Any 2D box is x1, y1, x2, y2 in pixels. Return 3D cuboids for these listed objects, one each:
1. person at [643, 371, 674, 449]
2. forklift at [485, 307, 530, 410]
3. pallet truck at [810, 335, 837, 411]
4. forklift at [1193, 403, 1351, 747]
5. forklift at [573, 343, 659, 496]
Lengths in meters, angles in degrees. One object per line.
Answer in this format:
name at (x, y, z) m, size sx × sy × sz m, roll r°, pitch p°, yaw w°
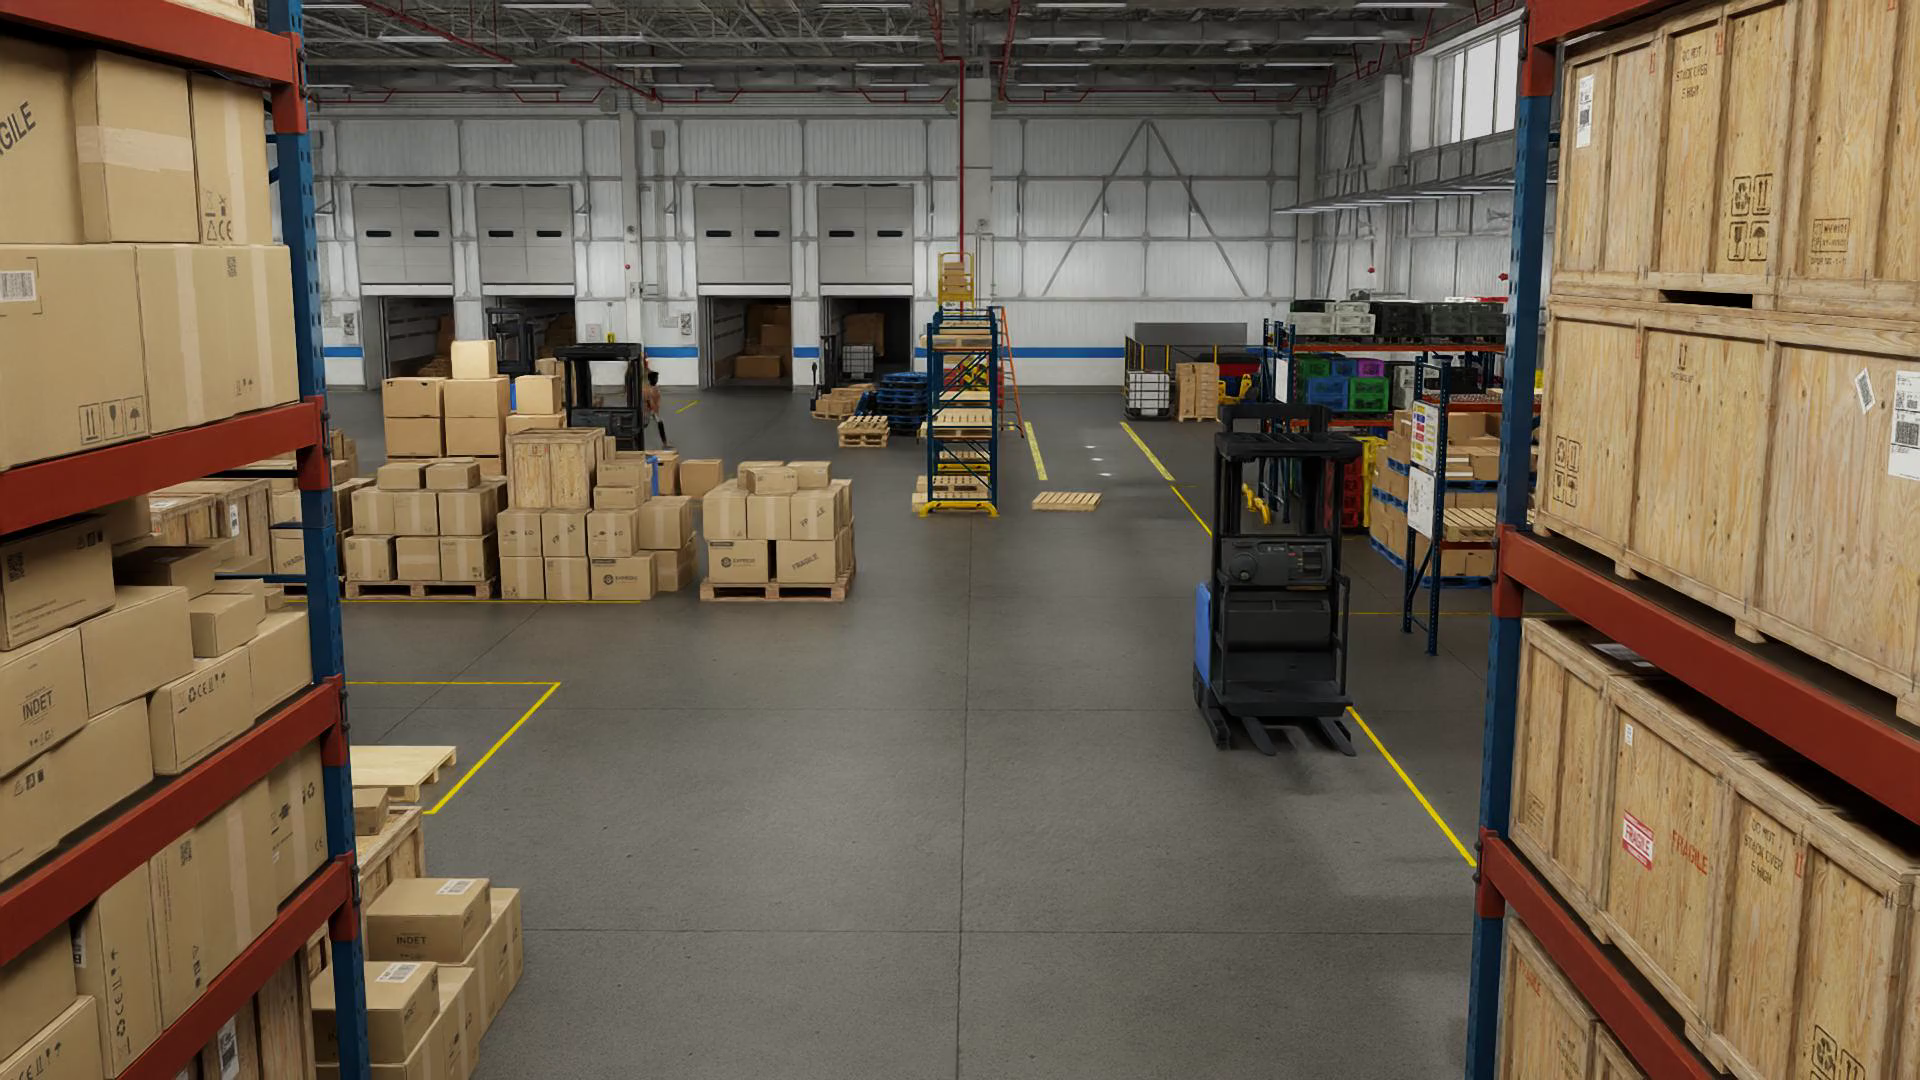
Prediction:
person at (-6.500, -2.725, 34.967) m, size 0.882 × 1.654 × 0.541 m, roll 4°, pitch 11°, yaw 24°
forklift at (-10.754, -4.150, 39.646) m, size 1.129 × 2.768 × 1.873 m, roll 0°, pitch 10°, yaw 1°
pallet truck at (-3.021, -4.312, 43.126) m, size 1.885 × 1.965 × 0.823 m, roll 3°, pitch 10°, yaw 17°
forklift at (2.696, 0.207, 14.509) m, size 1.129 × 2.768 × 1.873 m, roll 0°, pitch 10°, yaw 1°
forklift at (-5.085, -1.475, 24.210) m, size 1.129 × 2.768 × 1.873 m, roll 0°, pitch 10°, yaw 1°
